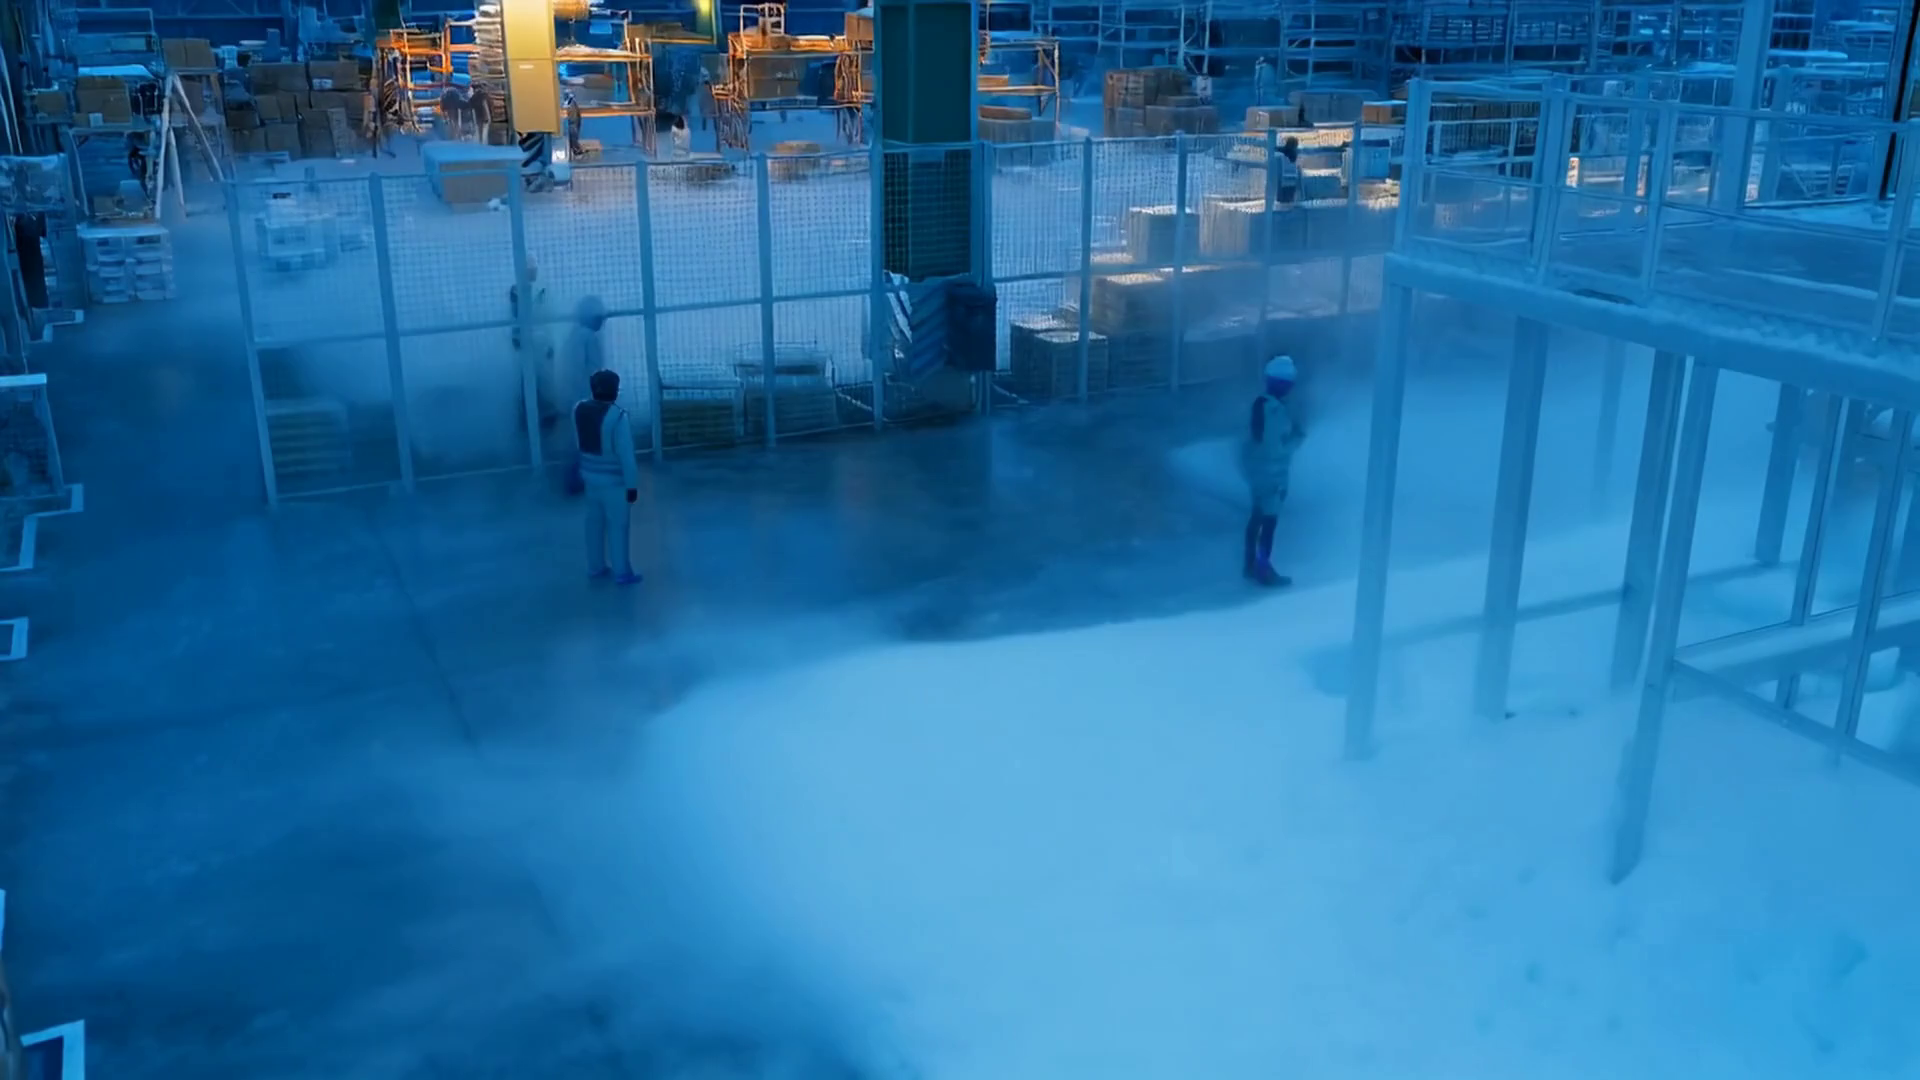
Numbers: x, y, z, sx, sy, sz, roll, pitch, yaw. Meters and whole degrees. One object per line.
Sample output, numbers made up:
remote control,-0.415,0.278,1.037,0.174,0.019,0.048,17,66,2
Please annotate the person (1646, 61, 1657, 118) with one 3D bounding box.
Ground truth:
person,23.129,-15.127,55.959,0.450,1.922,0.577,-8,21,-22

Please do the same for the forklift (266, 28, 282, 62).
forklift,-24.567,-16.973,59.873,1.873,2.768,1.129,-9,21,-25

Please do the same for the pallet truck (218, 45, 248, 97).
pallet truck,-28.879,-18.665,66.111,0.823,1.965,1.885,-3,19,-9

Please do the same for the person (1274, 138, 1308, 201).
person,6.278,-6.730,31.711,0.600,1.877,0.992,-5,20,-15

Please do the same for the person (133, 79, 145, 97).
person,-25.327,-13.405,51.421,0.517,1.633,0.313,6,20,18

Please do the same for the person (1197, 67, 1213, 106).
person,7.907,-14.357,53.810,0.605,1.872,0.491,18,26,42

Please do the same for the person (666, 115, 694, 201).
person,-6.141,-8.420,36.650,0.626,1.842,0.429,-13,23,-33

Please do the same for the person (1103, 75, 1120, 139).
person,4.527,-12.956,49.775,0.510,1.860,0.334,7,20,20

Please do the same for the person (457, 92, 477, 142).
person,-13.346,-11.279,45.151,0.535,1.699,0.318,3,19,7

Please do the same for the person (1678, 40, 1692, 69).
person,34.783,-23.287,79.847,0.951,1.786,0.601,-8,20,-21

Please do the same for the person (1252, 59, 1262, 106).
person,11.050,-16.991,61.710,0.322,1.697,0.531,0,19,1

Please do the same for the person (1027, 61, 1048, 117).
person,2.640,-15.319,56.613,0.670,1.873,1.045,5,20,13

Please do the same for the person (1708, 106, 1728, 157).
person,18.386,-9.622,40.283,0.541,1.744,0.682,-7,20,-20

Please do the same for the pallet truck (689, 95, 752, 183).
pallet truck,-5.836,-9.608,39.856,0.823,1.965,1.885,10,22,27

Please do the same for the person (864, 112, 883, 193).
person,-1.895,-8.649,37.302,0.546,1.842,0.512,6,20,16

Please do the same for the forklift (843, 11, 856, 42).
forklift,-5.524,-25.076,83.359,1.873,2.768,1.129,-9,21,-25

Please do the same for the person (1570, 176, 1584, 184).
person,10.124,-5.119,27.305,0.893,1.707,0.486,5,20,15

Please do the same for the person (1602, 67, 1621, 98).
person,20.630,-14.012,52.743,0.580,1.915,0.472,16,25,39

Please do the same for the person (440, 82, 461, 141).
person,-14.315,-11.902,46.710,1.000,1.863,0.592,11,22,29

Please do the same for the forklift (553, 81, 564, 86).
forklift,-18.163,-20.909,71.281,1.873,2.768,1.129,-12,22,-31

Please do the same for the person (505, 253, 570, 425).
person,-4.742,-2.231,18.569,0.626,1.938,0.460,7,20,19

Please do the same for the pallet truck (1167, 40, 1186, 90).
pallet truck,9.045,-19.971,69.895,0.823,1.965,1.885,-3,19,-8

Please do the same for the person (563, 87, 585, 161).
person,-10.252,-10.999,44.006,0.417,1.915,0.648,5,20,13

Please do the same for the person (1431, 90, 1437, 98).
person,14.171,-13.085,50.553,0.523,1.601,0.740,8,21,22

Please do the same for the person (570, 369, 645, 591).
person,-2.894,-0.500,13.711,0.623,1.835,0.431,12,22,31

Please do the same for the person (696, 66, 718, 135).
person,-7.781,-13.461,50.958,0.678,2.000,0.537,2,19,5

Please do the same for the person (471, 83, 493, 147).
person,-12.941,-11.402,45.150,0.630,1.936,0.369,7,20,20

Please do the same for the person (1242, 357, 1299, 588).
person,2.573,-0.562,13.739,0.369,1.929,0.542,-5,20,-14

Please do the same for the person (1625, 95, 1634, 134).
person,16.604,-10.101,41.406,0.617,1.923,0.981,-5,20,-14

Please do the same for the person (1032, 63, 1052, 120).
person,2.761,-14.988,55.626,0.754,1.897,0.370,-4,19,-10

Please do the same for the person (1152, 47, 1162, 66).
person,7.742,-18.289,65.093,0.990,1.960,0.643,13,23,33

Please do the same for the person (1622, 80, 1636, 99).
person,20.724,-13.412,51.461,0.524,1.600,0.577,12,22,32

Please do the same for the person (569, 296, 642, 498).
person,-3.454,-1.381,16.059,0.872,1.956,0.653,-7,20,-18

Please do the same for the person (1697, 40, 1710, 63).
person,34.867,-22.624,78.039,0.530,1.697,0.321,2,19,5
